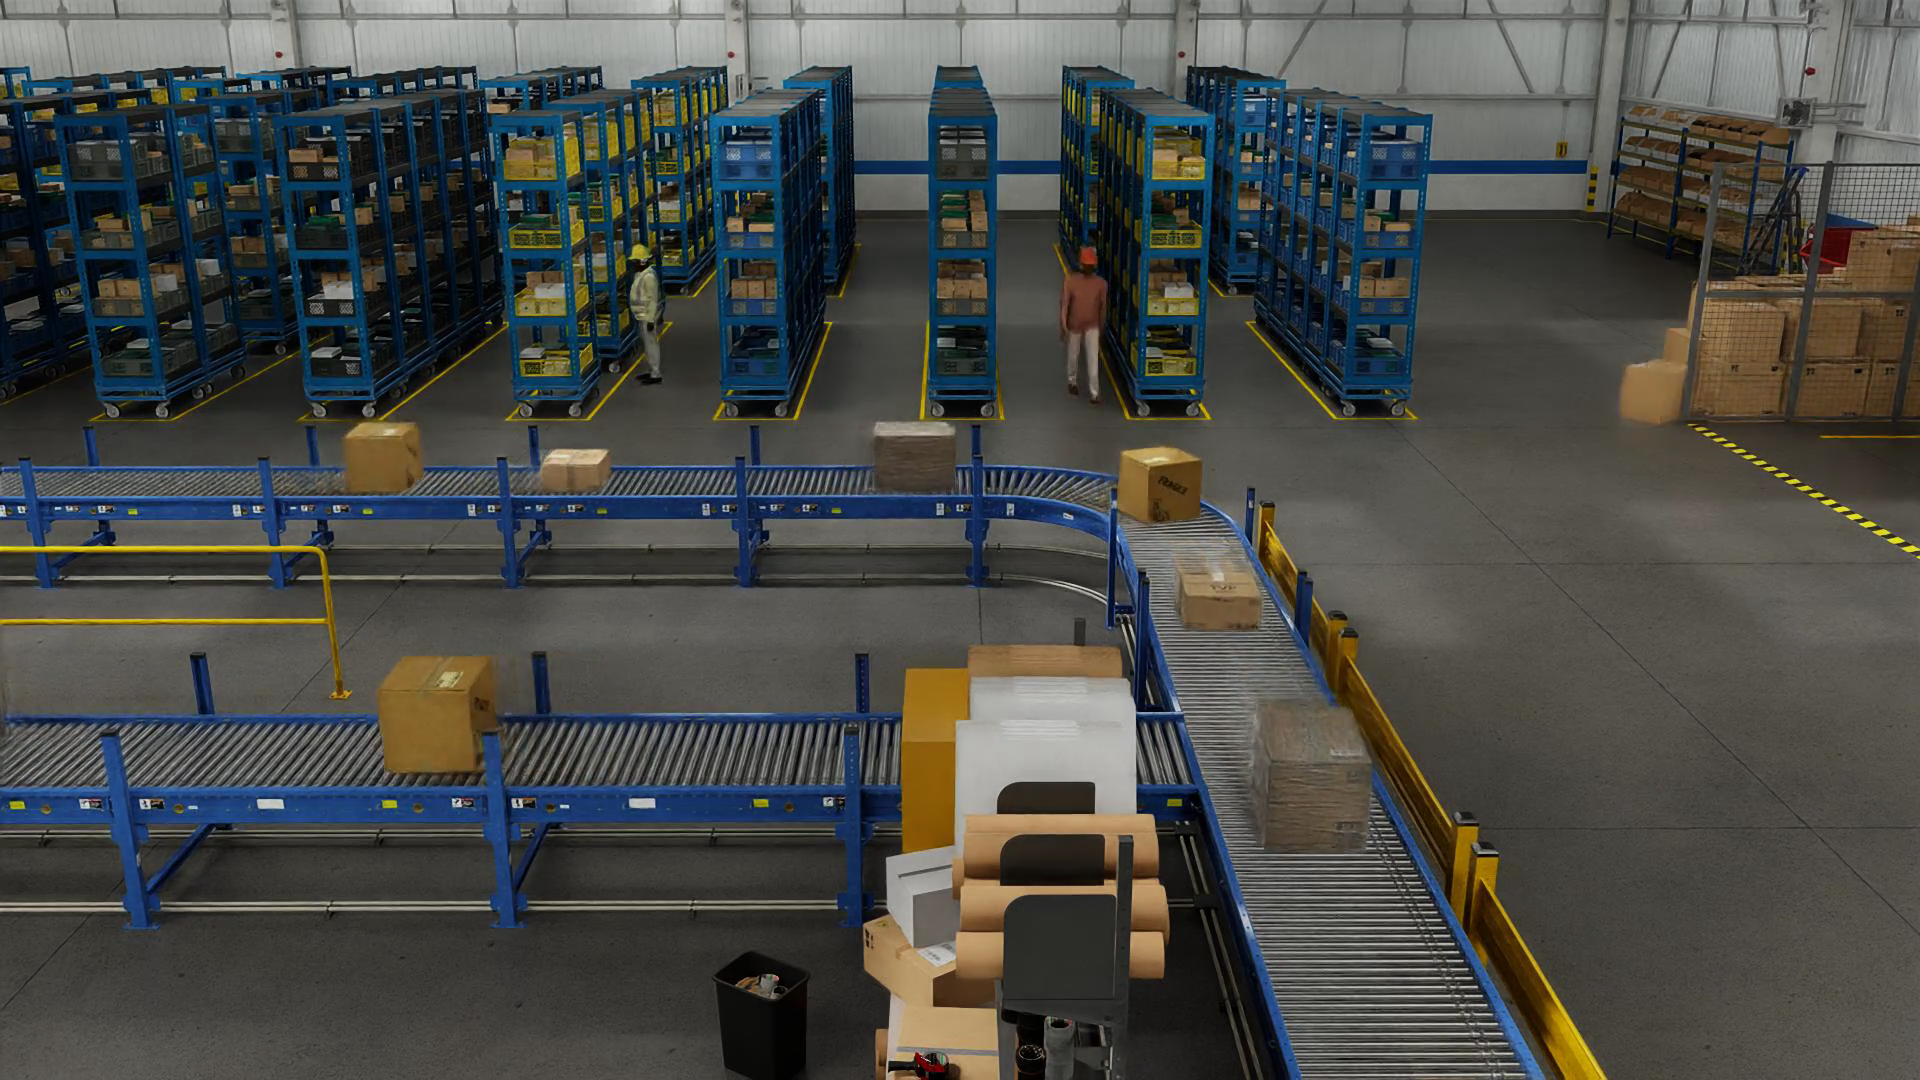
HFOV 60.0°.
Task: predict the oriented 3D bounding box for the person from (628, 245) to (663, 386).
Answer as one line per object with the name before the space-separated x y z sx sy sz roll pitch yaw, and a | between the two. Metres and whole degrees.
person | -4.105 -2.941 21.736 0.403 1.827 0.601 -7 19 -20

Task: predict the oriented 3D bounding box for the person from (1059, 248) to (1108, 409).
person | 1.531 -2.679 20.767 0.620 1.946 1.040 -1 18 -4

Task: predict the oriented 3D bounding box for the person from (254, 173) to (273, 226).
person | -14.114 -6.819 33.652 0.396 1.847 0.564 -3 18 -8
